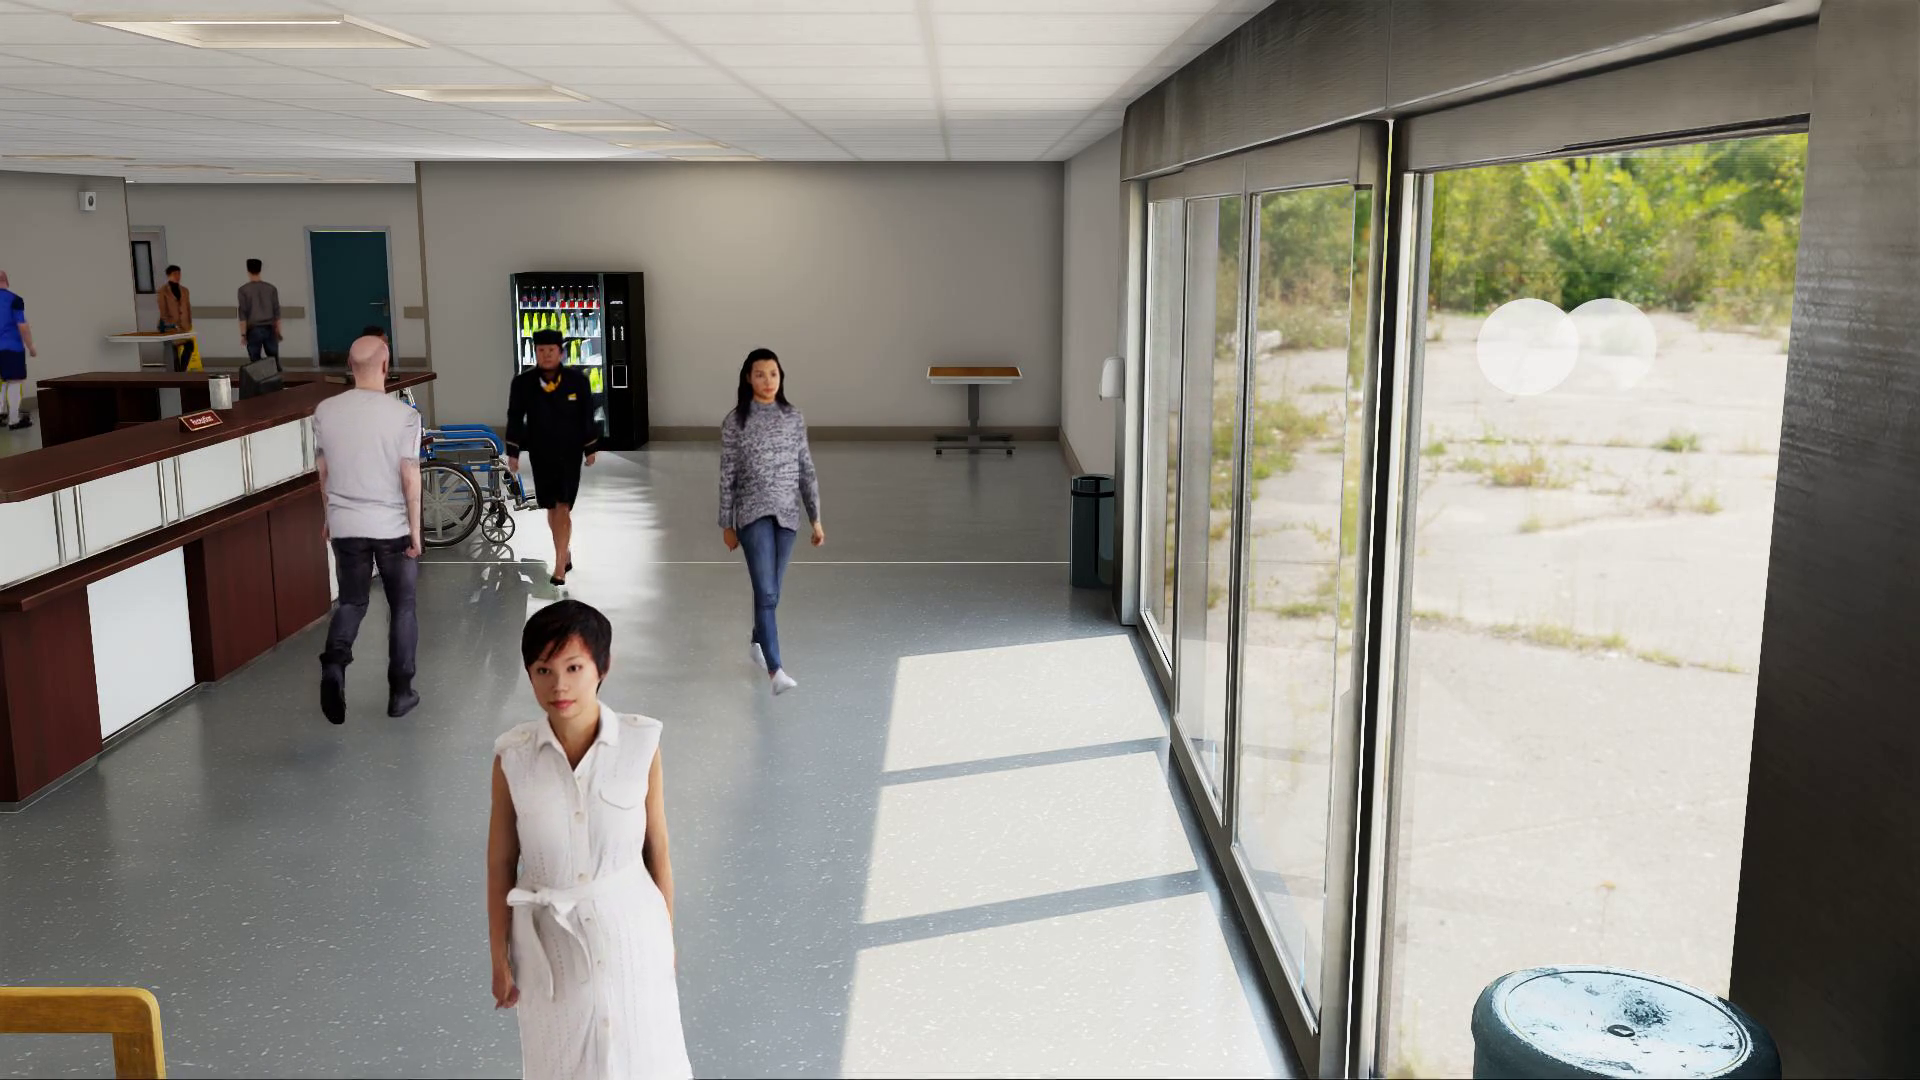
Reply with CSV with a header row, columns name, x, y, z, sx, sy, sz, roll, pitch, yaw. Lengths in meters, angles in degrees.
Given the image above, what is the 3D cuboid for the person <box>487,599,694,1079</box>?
name,x,y,z,sx,sy,sz,roll,pitch,yaw
person,-0.826,0.877,3.713,0.592,1.543,0.683,-2,11,-10

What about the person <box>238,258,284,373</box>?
name,x,y,z,sx,sy,sz,roll,pitch,yaw
person,-8.960,-2.652,21.401,1.166,1.883,1.100,-7,13,-31

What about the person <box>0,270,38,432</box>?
name,x,y,z,sx,sy,sz,roll,pitch,yaw
person,-10.937,-2.159,18.962,0.667,1.823,0.822,3,11,17

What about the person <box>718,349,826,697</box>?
name,x,y,z,sx,sy,sz,roll,pitch,yaw
person,-0.990,-0.090,8.445,1.187,1.679,1.048,-6,12,-27

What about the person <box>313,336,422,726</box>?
name,x,y,z,sx,sy,sz,roll,pitch,yaw
person,-2.762,-0.017,7.705,0.876,1.812,0.715,0,11,0

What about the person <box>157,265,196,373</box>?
name,x,y,z,sx,sy,sz,roll,pitch,yaw
person,-11.616,-3.189,24.559,0.902,1.718,0.843,9,14,40

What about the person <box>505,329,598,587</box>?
name,x,y,z,sx,sy,sz,roll,pitch,yaw
person,-2.629,-0.516,10.848,1.025,1.621,0.831,-1,11,-5
